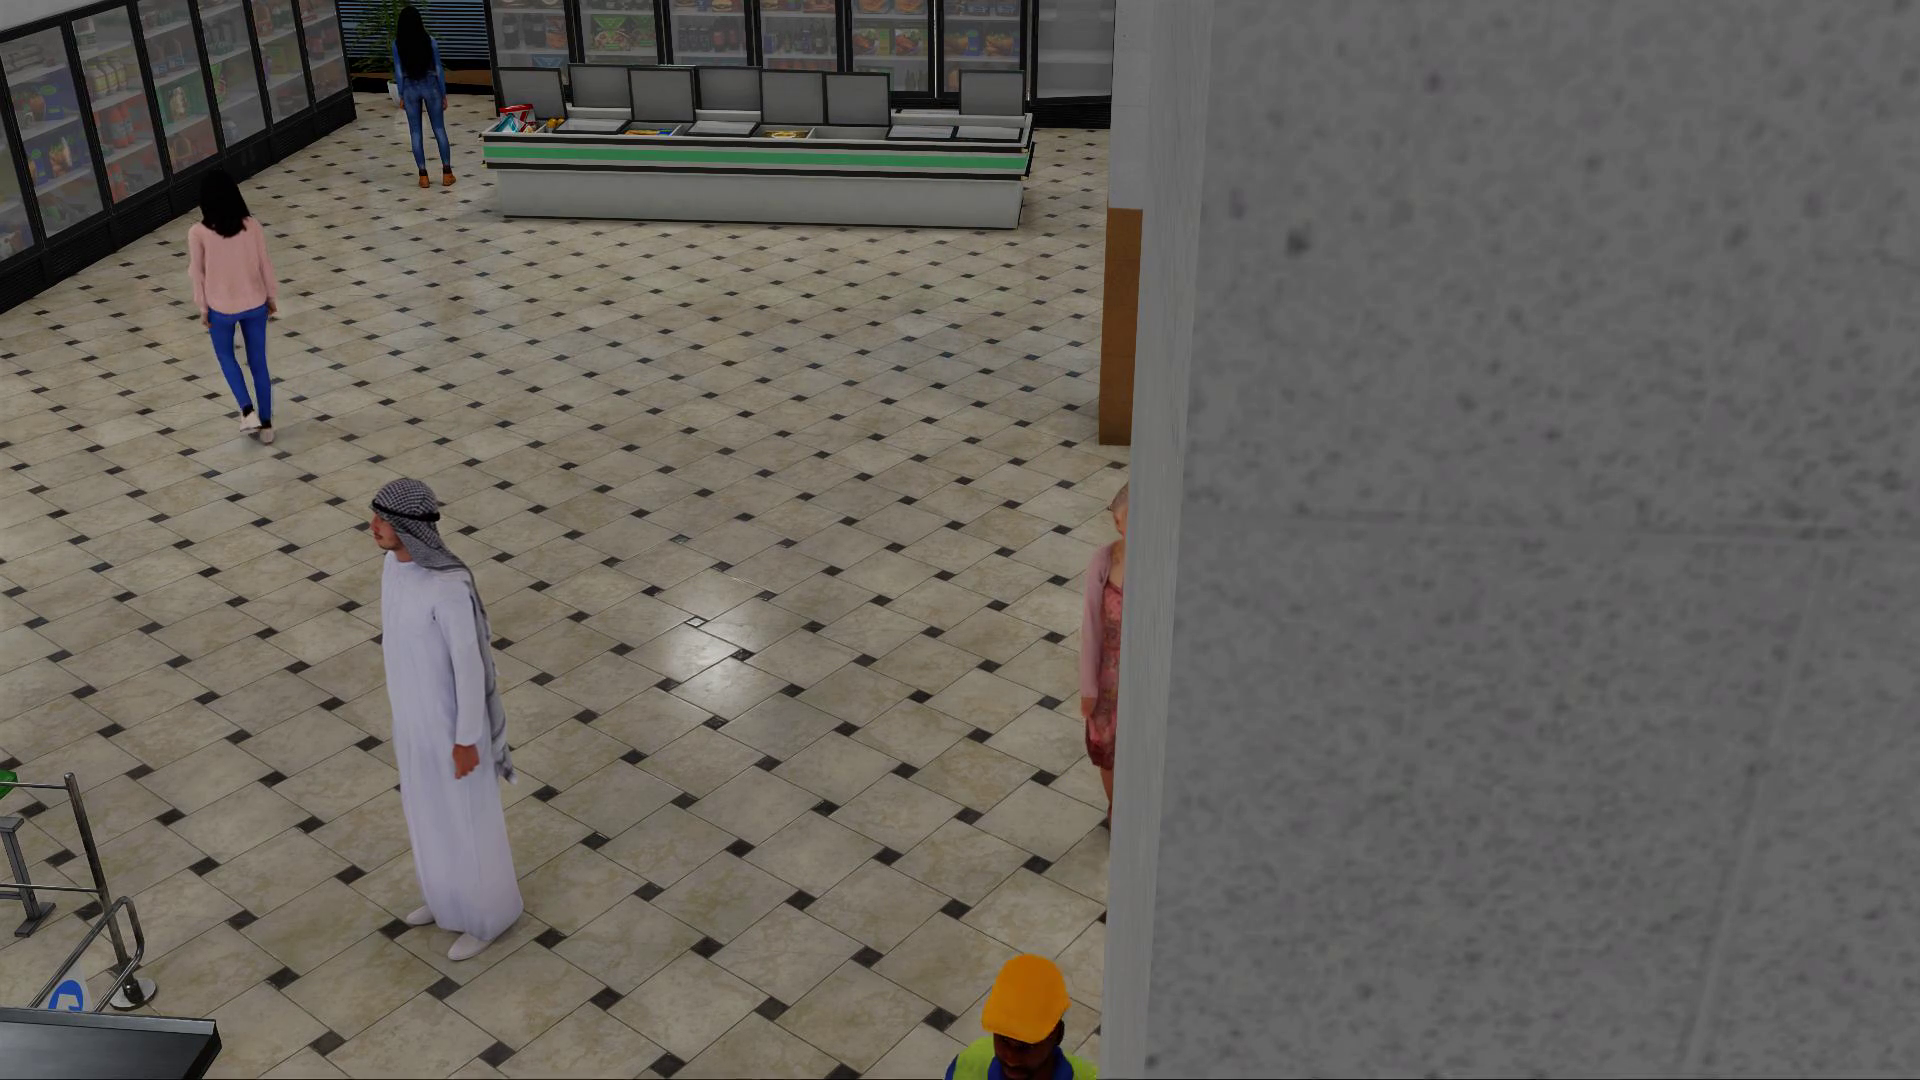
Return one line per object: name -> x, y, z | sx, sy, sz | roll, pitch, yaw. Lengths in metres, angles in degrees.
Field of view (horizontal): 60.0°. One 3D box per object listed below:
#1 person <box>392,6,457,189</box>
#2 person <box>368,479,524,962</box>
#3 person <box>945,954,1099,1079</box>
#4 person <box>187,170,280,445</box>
person -> -5.214, -4.296, 16.139 | 0.572, 1.712, 0.726 | -7, 28, -13
person -> -1.915, 0.652, 6.145 | 0.783, 1.927, 0.860 | 24, 35, 38
person -> 0.205, 1.731, 4.187 | 1.189, 1.772, 0.903 | 8, 28, 15
person -> -4.501, -1.413, 10.403 | 0.739, 1.758, 0.834 | -15, 30, -27
